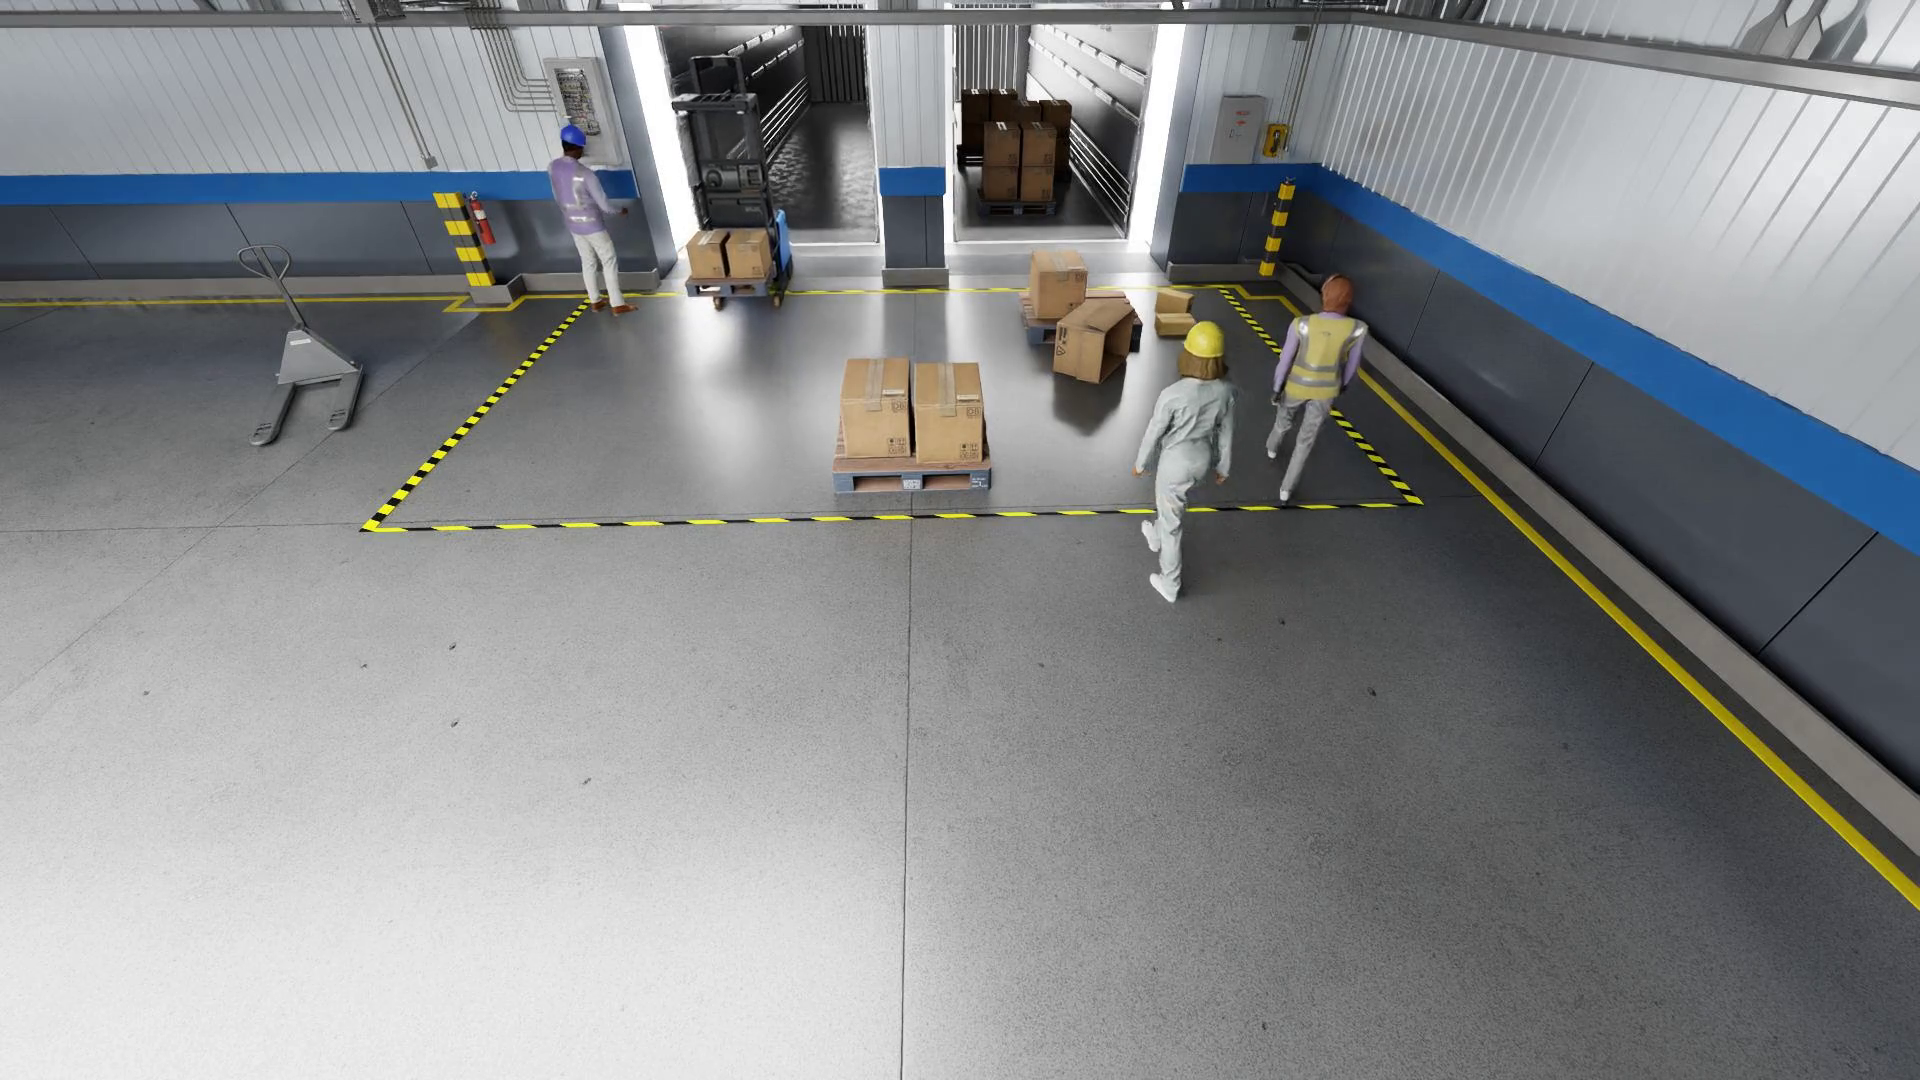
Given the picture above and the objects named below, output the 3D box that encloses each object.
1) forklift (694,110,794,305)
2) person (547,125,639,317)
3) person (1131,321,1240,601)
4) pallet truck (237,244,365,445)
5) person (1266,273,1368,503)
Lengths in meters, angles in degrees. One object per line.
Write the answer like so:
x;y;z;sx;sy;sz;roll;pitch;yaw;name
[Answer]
-2.516;-4.040;8.629;0.716;2.013;0.776;-1;38;-2;forklift
-3.990;-3.471;8.029;0.711;1.903;0.656;15;41;18;person
1.299;-0.493;4.416;0.523;1.715;0.739;-11;40;-13;person
-5.915;-1.733;6.366;0.680;1.201;1.601;-18;42;-21;pallet truck
2.543;-1.128;5.310;0.523;1.599;0.834;16;41;19;person
